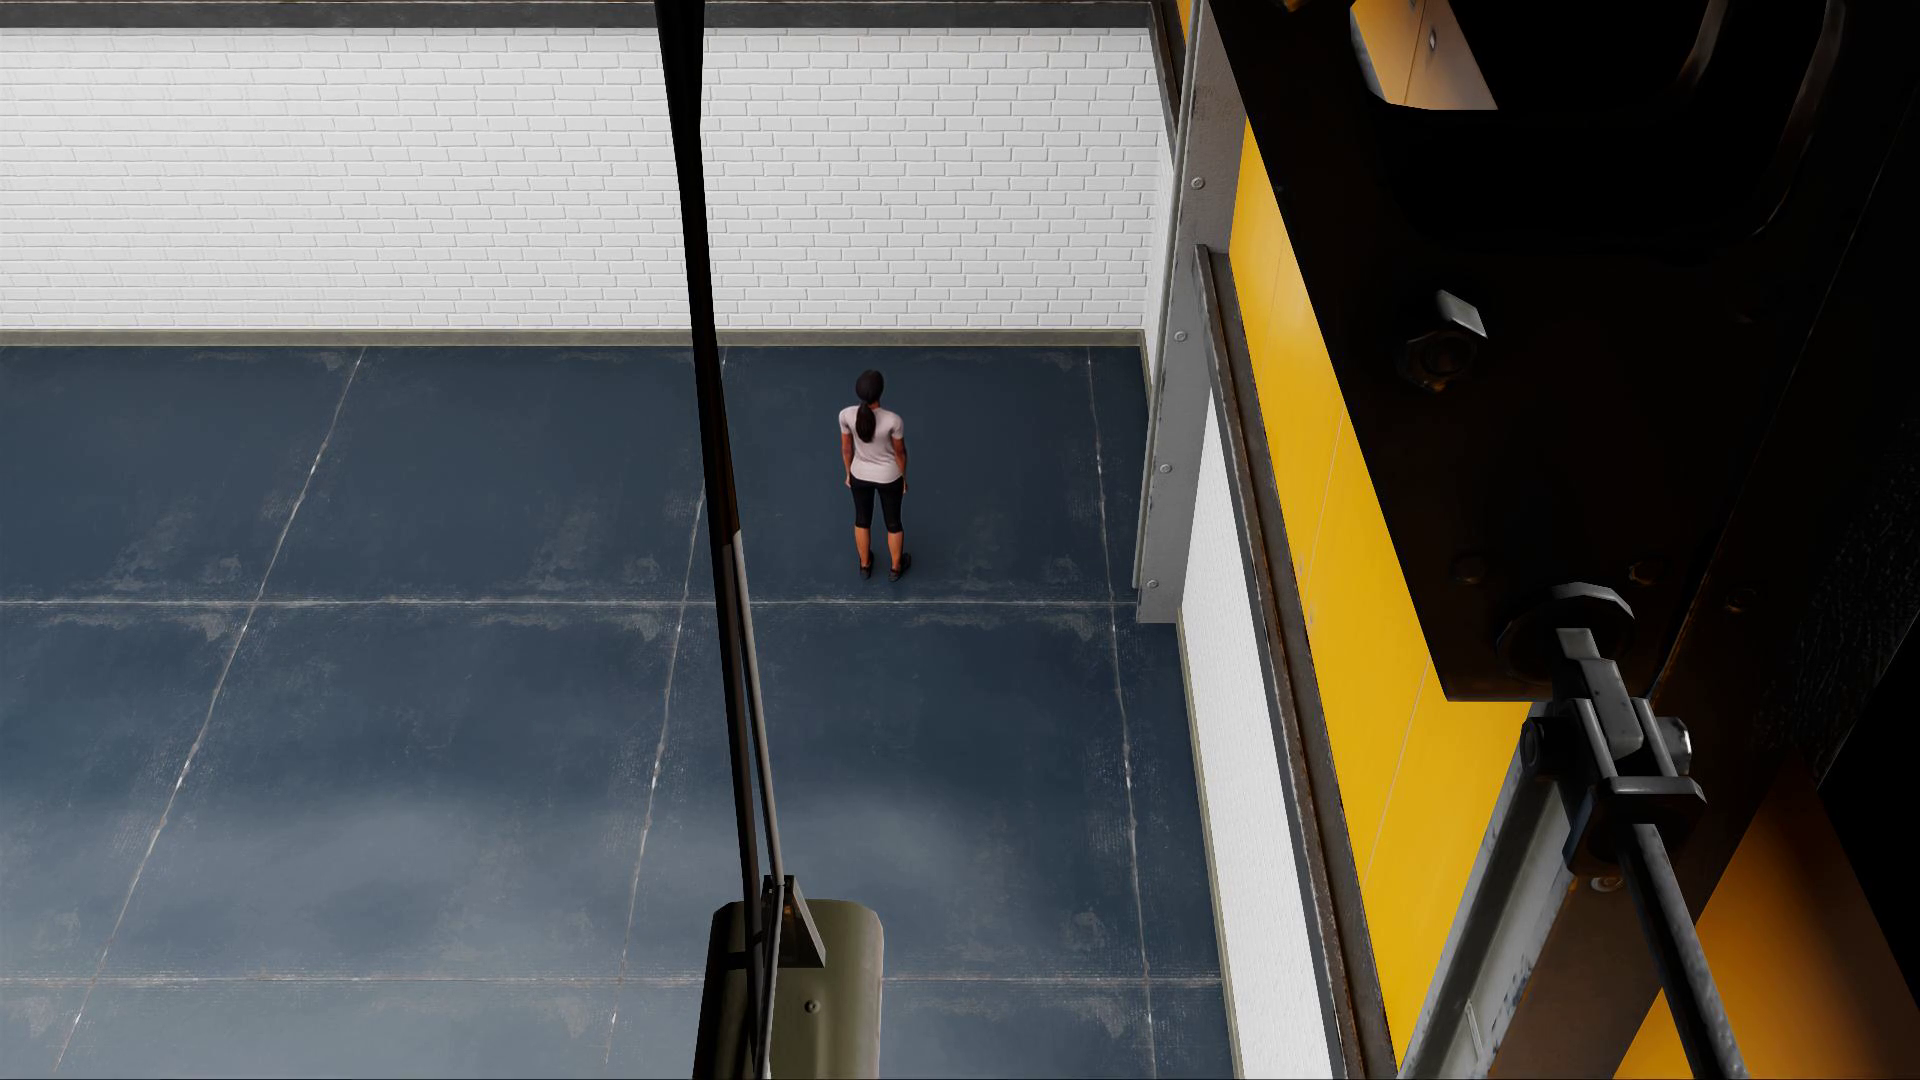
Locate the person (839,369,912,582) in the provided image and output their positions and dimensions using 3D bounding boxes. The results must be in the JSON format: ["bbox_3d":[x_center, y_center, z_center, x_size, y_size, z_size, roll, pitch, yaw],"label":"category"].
[{"bbox_3d":[-0.575,-0.427,11.296,0.637,1.747,0.588,8,44,8],"label":"person"}]
